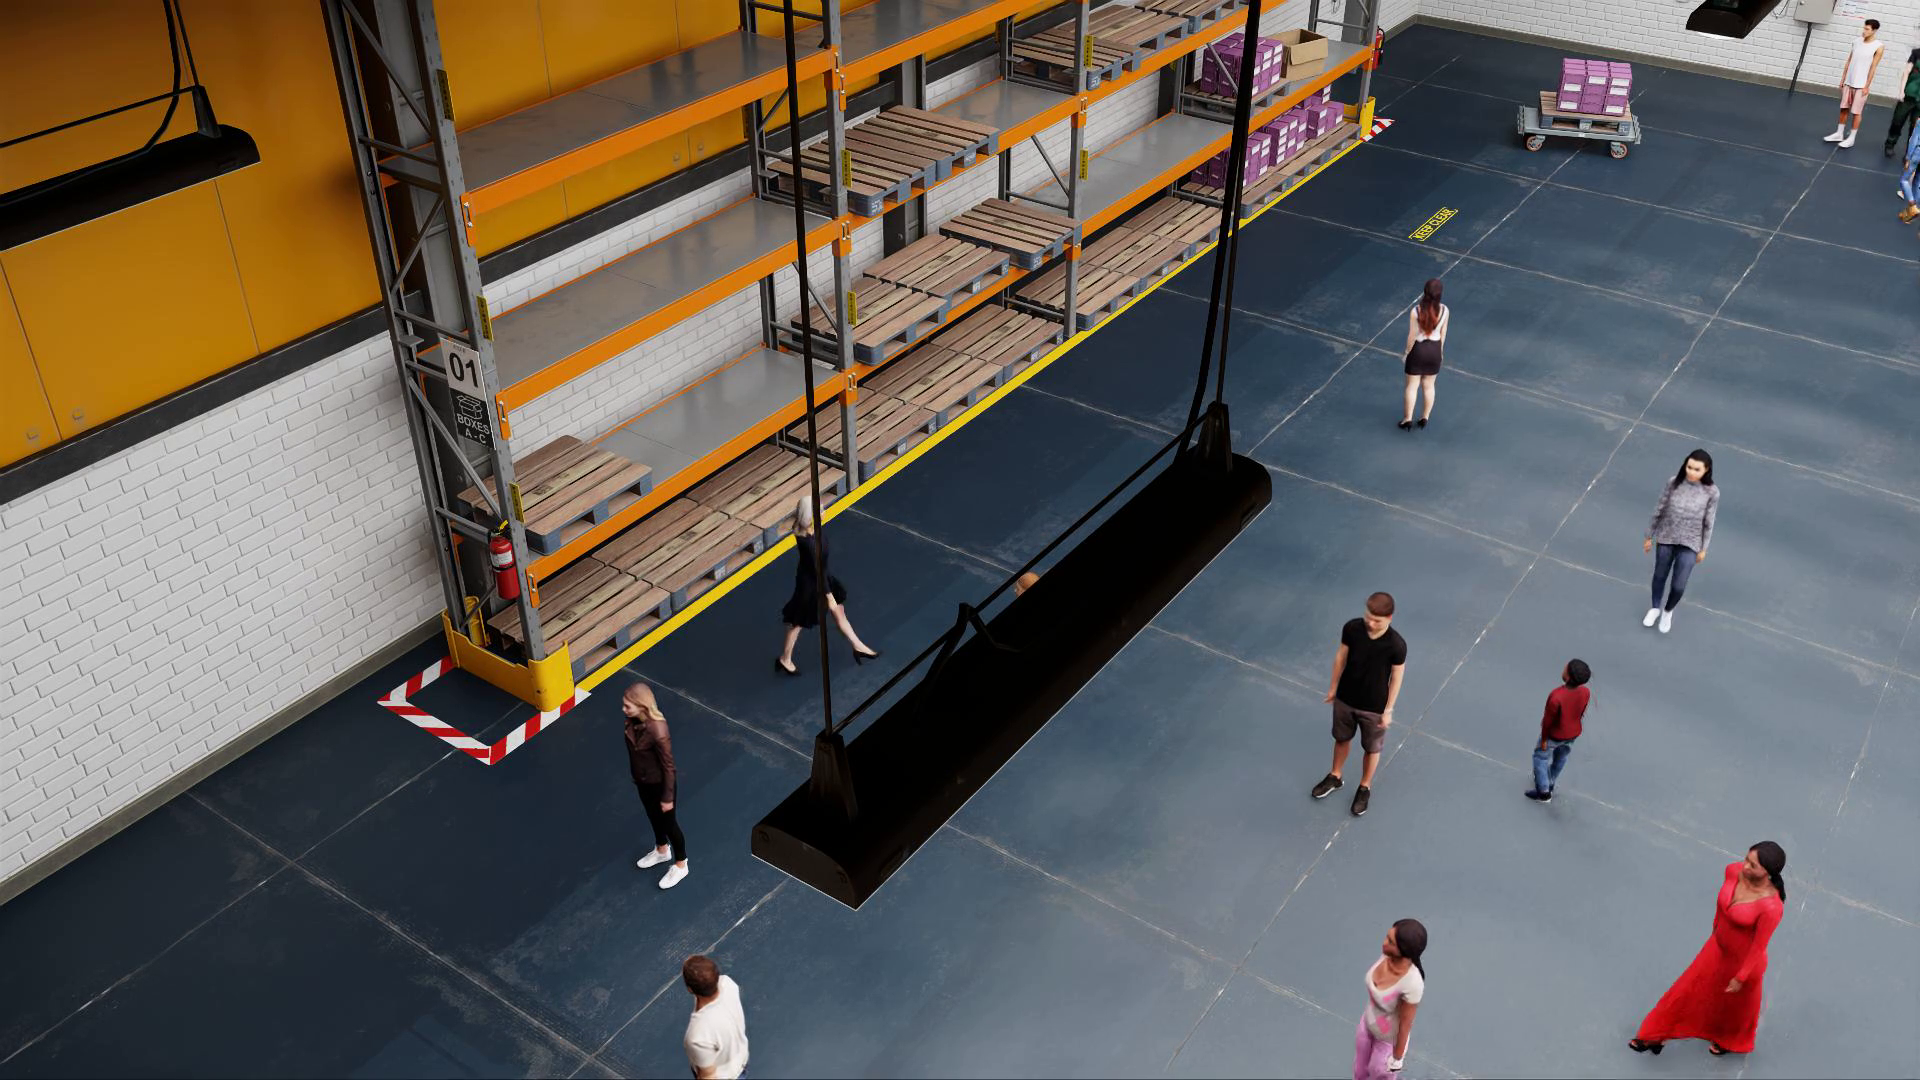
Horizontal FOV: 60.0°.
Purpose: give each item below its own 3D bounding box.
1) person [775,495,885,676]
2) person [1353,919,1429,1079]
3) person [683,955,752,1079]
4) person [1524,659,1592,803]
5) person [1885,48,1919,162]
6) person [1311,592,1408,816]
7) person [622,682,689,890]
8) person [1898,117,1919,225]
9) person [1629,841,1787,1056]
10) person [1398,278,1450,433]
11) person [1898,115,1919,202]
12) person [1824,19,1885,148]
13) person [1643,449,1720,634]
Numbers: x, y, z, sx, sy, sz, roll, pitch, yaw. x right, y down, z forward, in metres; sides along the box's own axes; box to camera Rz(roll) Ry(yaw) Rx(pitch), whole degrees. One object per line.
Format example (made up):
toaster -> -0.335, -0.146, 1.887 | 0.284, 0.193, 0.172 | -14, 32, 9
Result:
person -> -1.258, 0.411, 13.203 | 1.149, 1.707, 1.112 | -5, 34, -7
person -> 2.523, 2.831, 9.546 | 0.967, 1.726, 0.903 | -5, 34, -8
person -> -1.306, 2.974, 9.218 | 0.783, 1.851, 0.614 | 9, 35, 13
person -> 4.403, 1.403, 12.122 | 0.643, 1.252, 0.702 | -10, 35, -14
person -> 13.102, -6.104, 22.866 | 0.943, 1.860, 1.278 | 9, 35, 13
person -> 2.920, 1.131, 11.983 | 0.665, 1.859, 0.573 | 23, 40, 30
person -> -2.077, 1.645, 11.351 | 0.586, 1.703, 0.655 | -25, 41, -33
person -> 12.193, -4.764, 21.001 | 0.823, 1.694, 0.914 | 1, 34, 2
person -> 4.750, 2.499, 10.023 | 1.157, 1.750, 1.017 | -11, 35, -17
person -> 4.639, -1.847, 16.653 | 0.631, 1.648, 0.683 | -4, 34, -6
person -> 12.721, -5.277, 21.748 | 0.702, 1.720, 0.670 | 9, 35, 14
person -> 12.689, -6.455, 23.465 | 0.736, 1.781, 0.724 | -13, 36, -19
person -> 6.014, -0.029, 13.856 | 0.629, 1.717, 0.587 | 22, 39, 29
